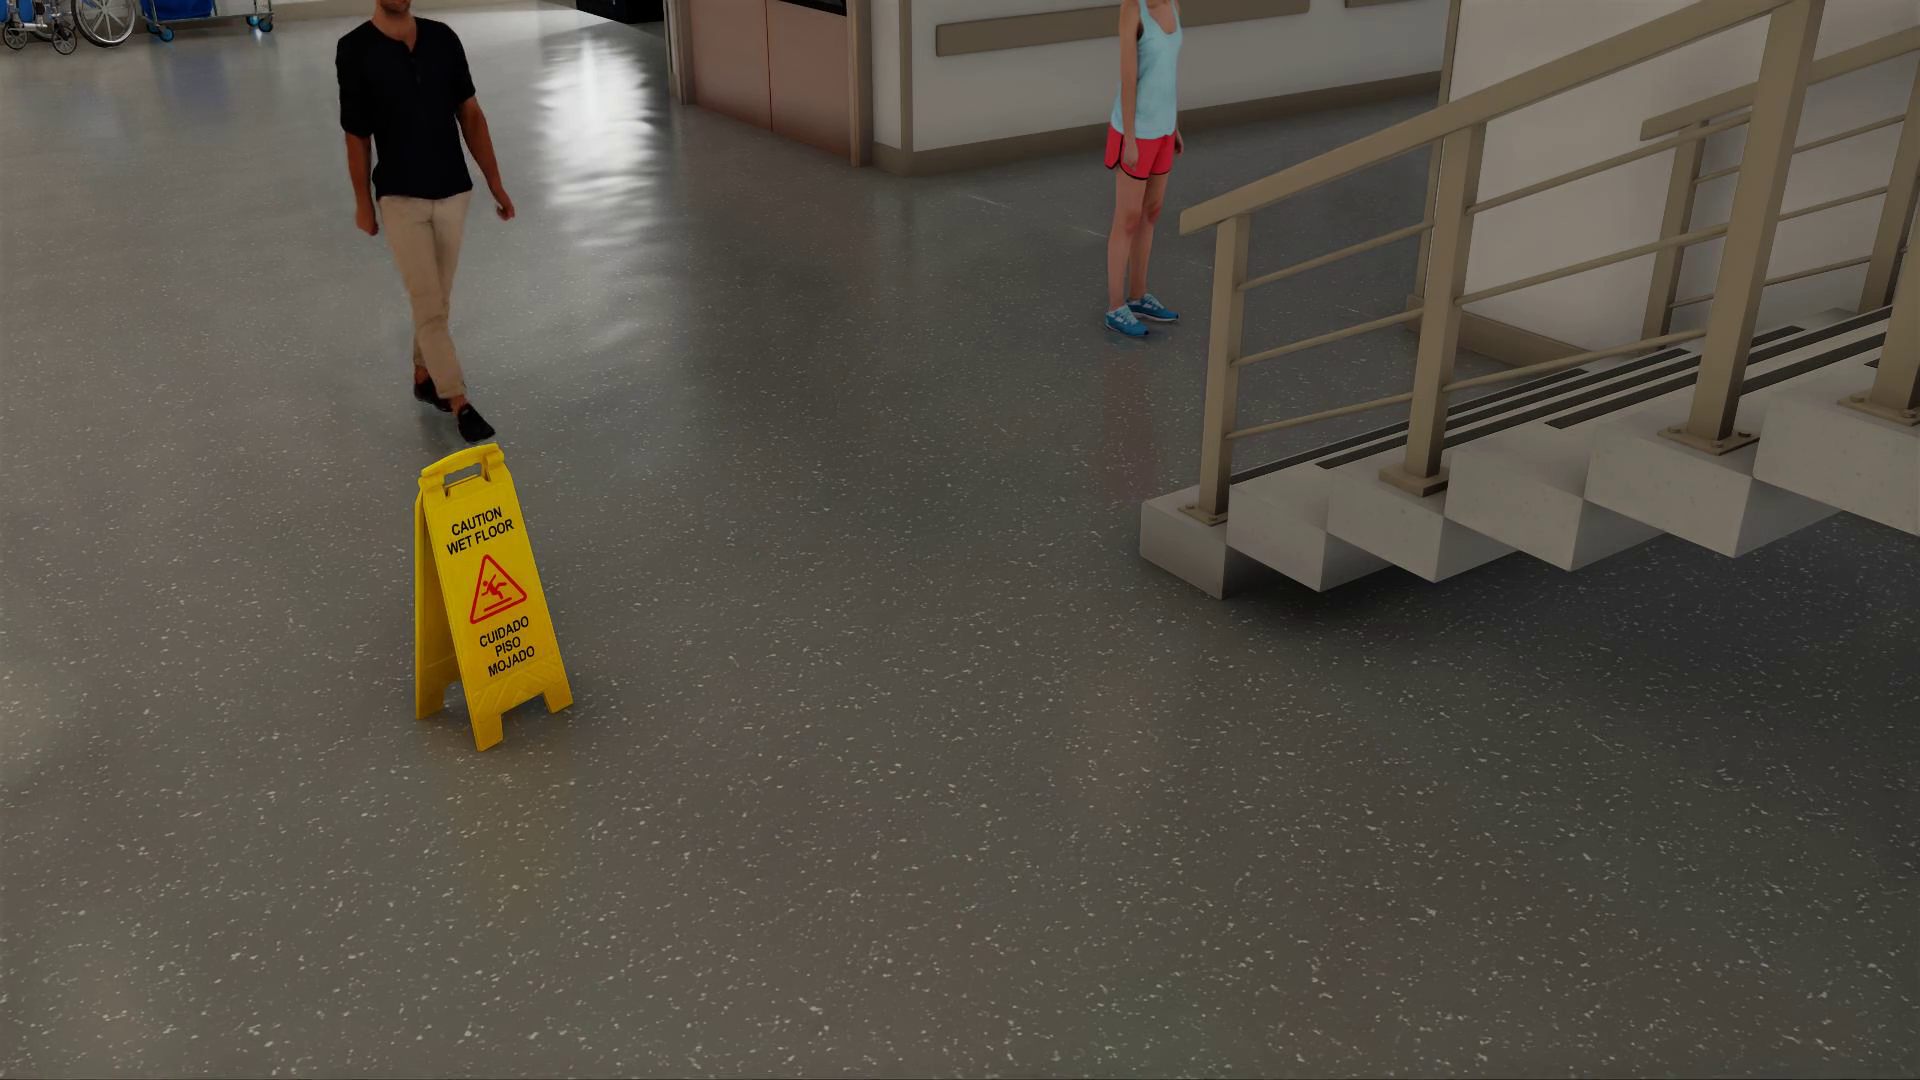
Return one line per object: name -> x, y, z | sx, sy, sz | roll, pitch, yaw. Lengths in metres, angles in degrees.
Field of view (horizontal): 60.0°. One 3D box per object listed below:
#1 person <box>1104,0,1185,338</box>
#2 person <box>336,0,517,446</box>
person -> 0.824, -1.807, 7.395 | 0.672, 1.765, 0.655 | 19, 32, 34
person -> -2.075, -1.305, 6.294 | 0.759, 1.818, 1.104 | -23, 34, -39
